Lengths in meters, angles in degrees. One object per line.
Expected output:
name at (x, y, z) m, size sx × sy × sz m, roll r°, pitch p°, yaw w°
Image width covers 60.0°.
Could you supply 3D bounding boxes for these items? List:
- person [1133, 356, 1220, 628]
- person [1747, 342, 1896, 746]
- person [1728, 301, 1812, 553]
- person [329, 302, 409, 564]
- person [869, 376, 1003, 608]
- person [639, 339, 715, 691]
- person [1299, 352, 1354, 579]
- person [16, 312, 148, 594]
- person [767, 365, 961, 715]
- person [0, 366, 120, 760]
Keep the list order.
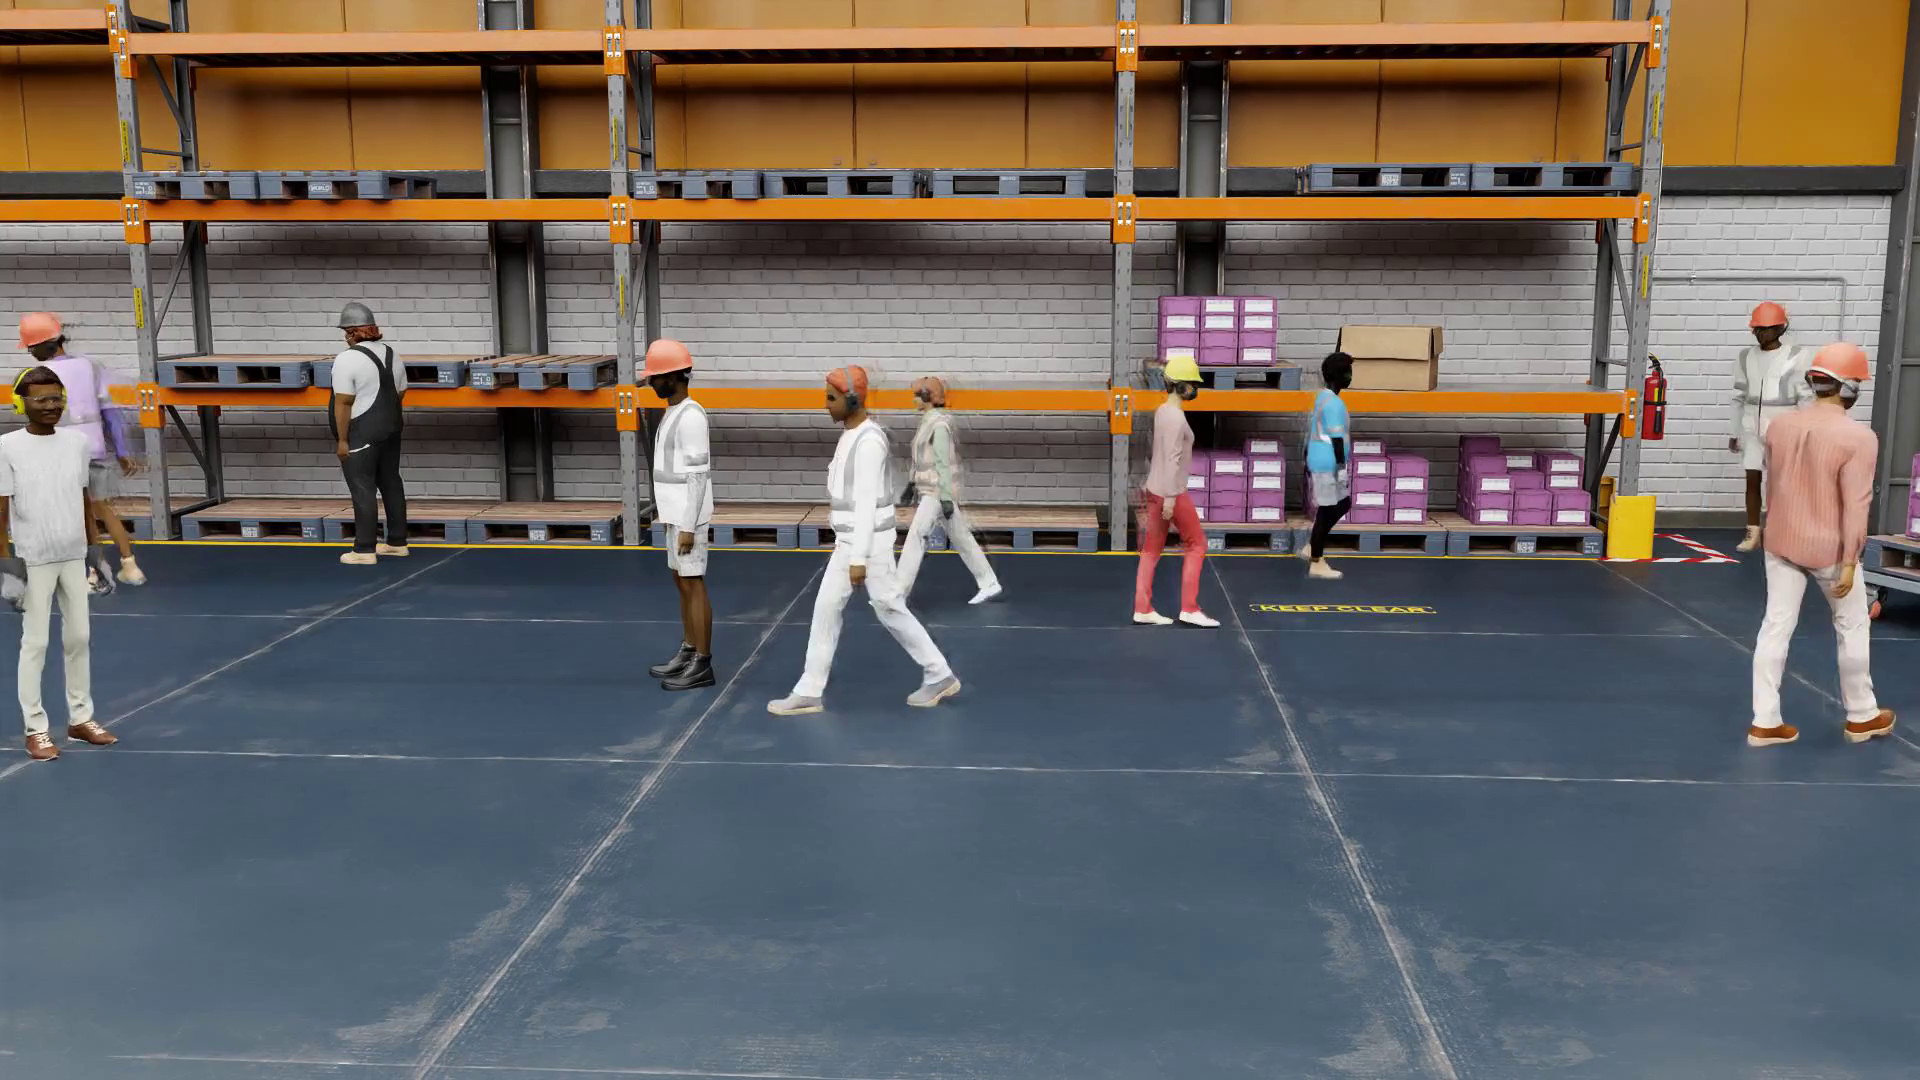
person at (1.424, -0.300, 10.647) m, size 0.662 × 1.744 × 0.531 m, roll -1°, pitch 10°, yaw -8°
person at (4.242, 0.027, 8.109) m, size 0.877 × 1.965 × 0.621 m, roll -5°, pitch 11°, yaw -29°
person at (6.458, -0.887, 13.270) m, size 0.575 × 2.025 × 0.633 m, roll -7°, pitch 12°, yaw -34°
person at (-4.655, -0.847, 12.996) m, size 0.536 × 2.000 × 0.683 m, roll 4°, pitch 10°, yaw 21°
person at (-0.130, -0.318, 11.242) m, size 0.920 × 1.585 × 0.505 m, roll -1°, pitch 10°, yaw -6°
person at (-1.553, -0.137, 9.167) m, size 0.374 × 1.929 × 0.542 m, roll -4°, pitch 10°, yaw -20°
person at (2.734, -0.536, 12.242) m, size 0.369 × 1.683 × 0.539 m, roll 1°, pitch 10°, yaw 8°
person at (-6.225, -0.599, 11.682) m, size 0.527 × 1.993 × 0.652 m, roll 3°, pitch 10°, yaw 19°
person at (-0.464, 0.007, 8.624) m, size 1.008 × 1.838 × 0.585 m, roll -3°, pitch 10°, yaw -17°
person at (-4.311, 0.101, 7.954) m, size 0.336 × 1.866 × 0.569 m, roll 5°, pitch 11°, yaw 29°
